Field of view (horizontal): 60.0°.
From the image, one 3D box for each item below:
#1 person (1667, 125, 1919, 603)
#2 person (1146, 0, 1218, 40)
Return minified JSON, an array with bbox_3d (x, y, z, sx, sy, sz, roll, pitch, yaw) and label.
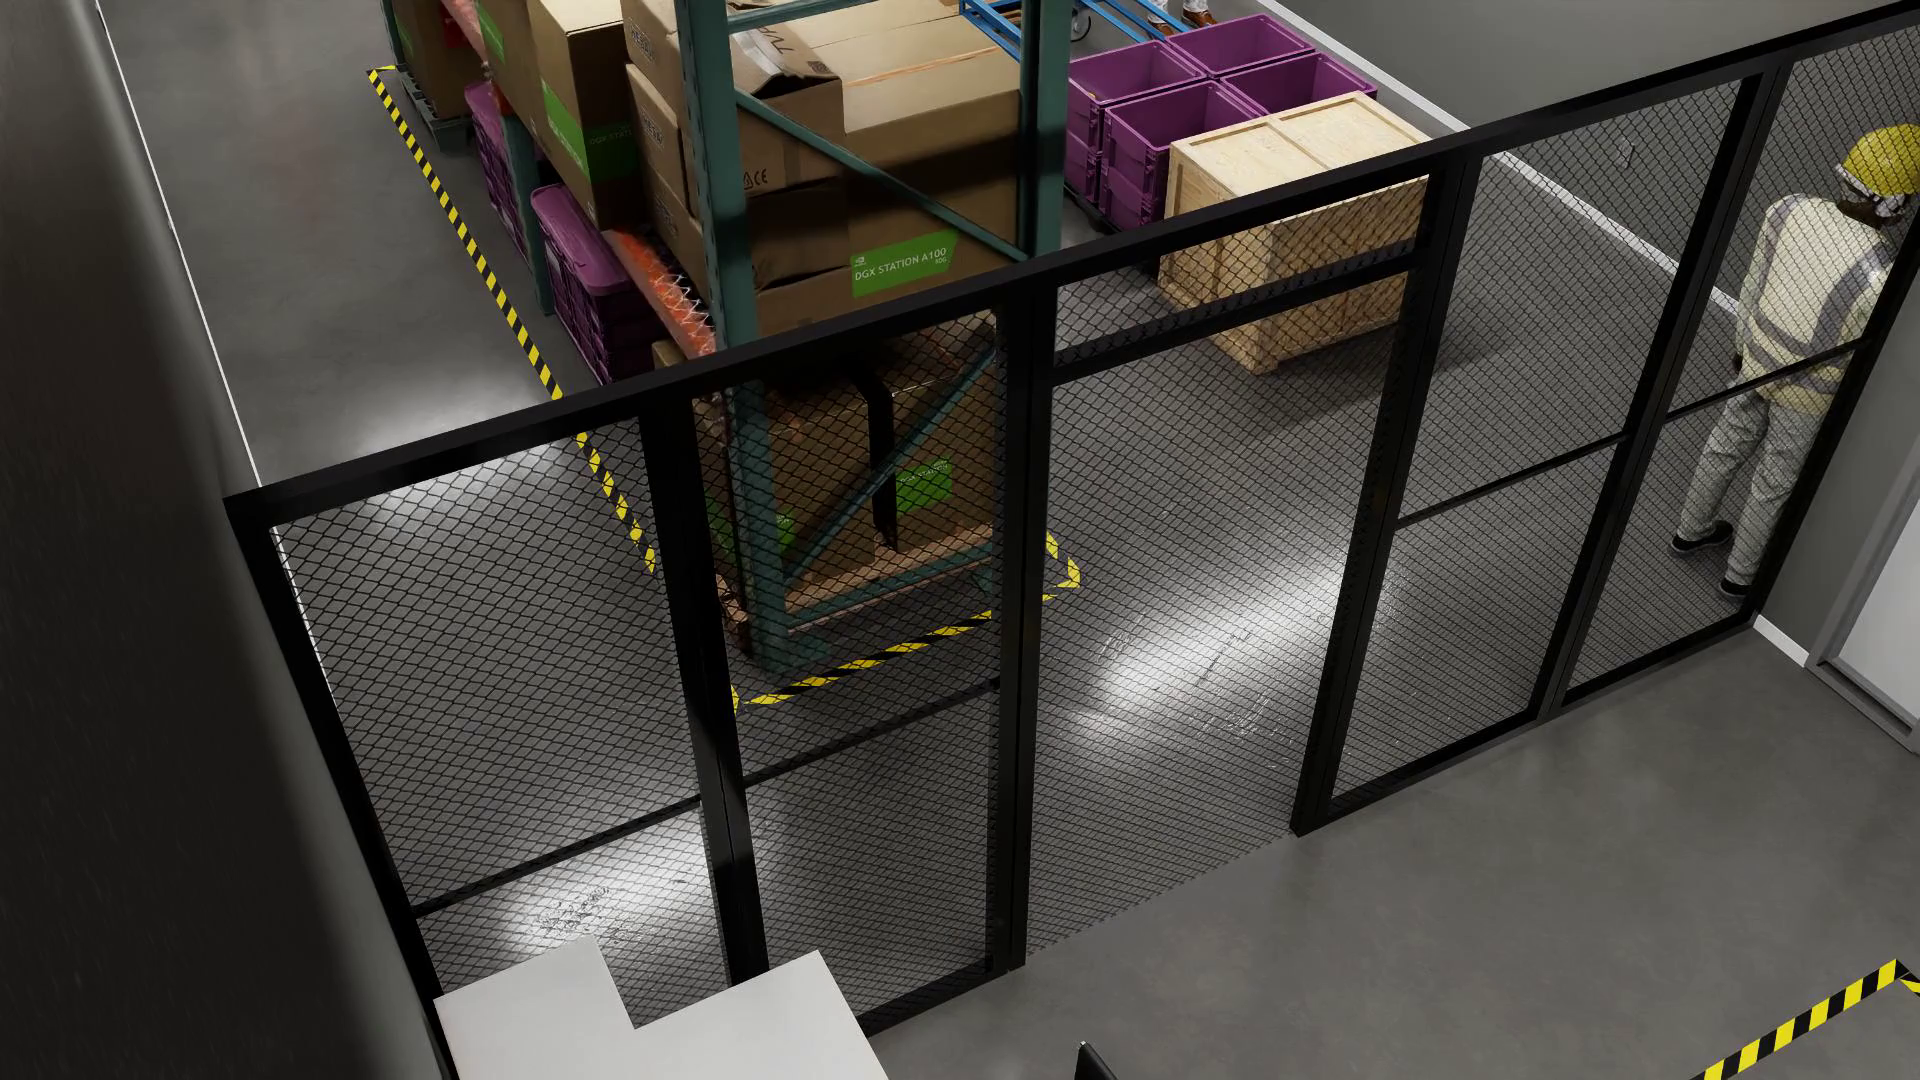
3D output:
[{"bbox_3d":[2.856,-0.569,5.645,0.404,1.833,0.590,-14,44,-15],"label":"person"},{"bbox_3d":[1.271,-3.626,8.912,0.630,1.940,0.370,-22,47,-22],"label":"person"}]
